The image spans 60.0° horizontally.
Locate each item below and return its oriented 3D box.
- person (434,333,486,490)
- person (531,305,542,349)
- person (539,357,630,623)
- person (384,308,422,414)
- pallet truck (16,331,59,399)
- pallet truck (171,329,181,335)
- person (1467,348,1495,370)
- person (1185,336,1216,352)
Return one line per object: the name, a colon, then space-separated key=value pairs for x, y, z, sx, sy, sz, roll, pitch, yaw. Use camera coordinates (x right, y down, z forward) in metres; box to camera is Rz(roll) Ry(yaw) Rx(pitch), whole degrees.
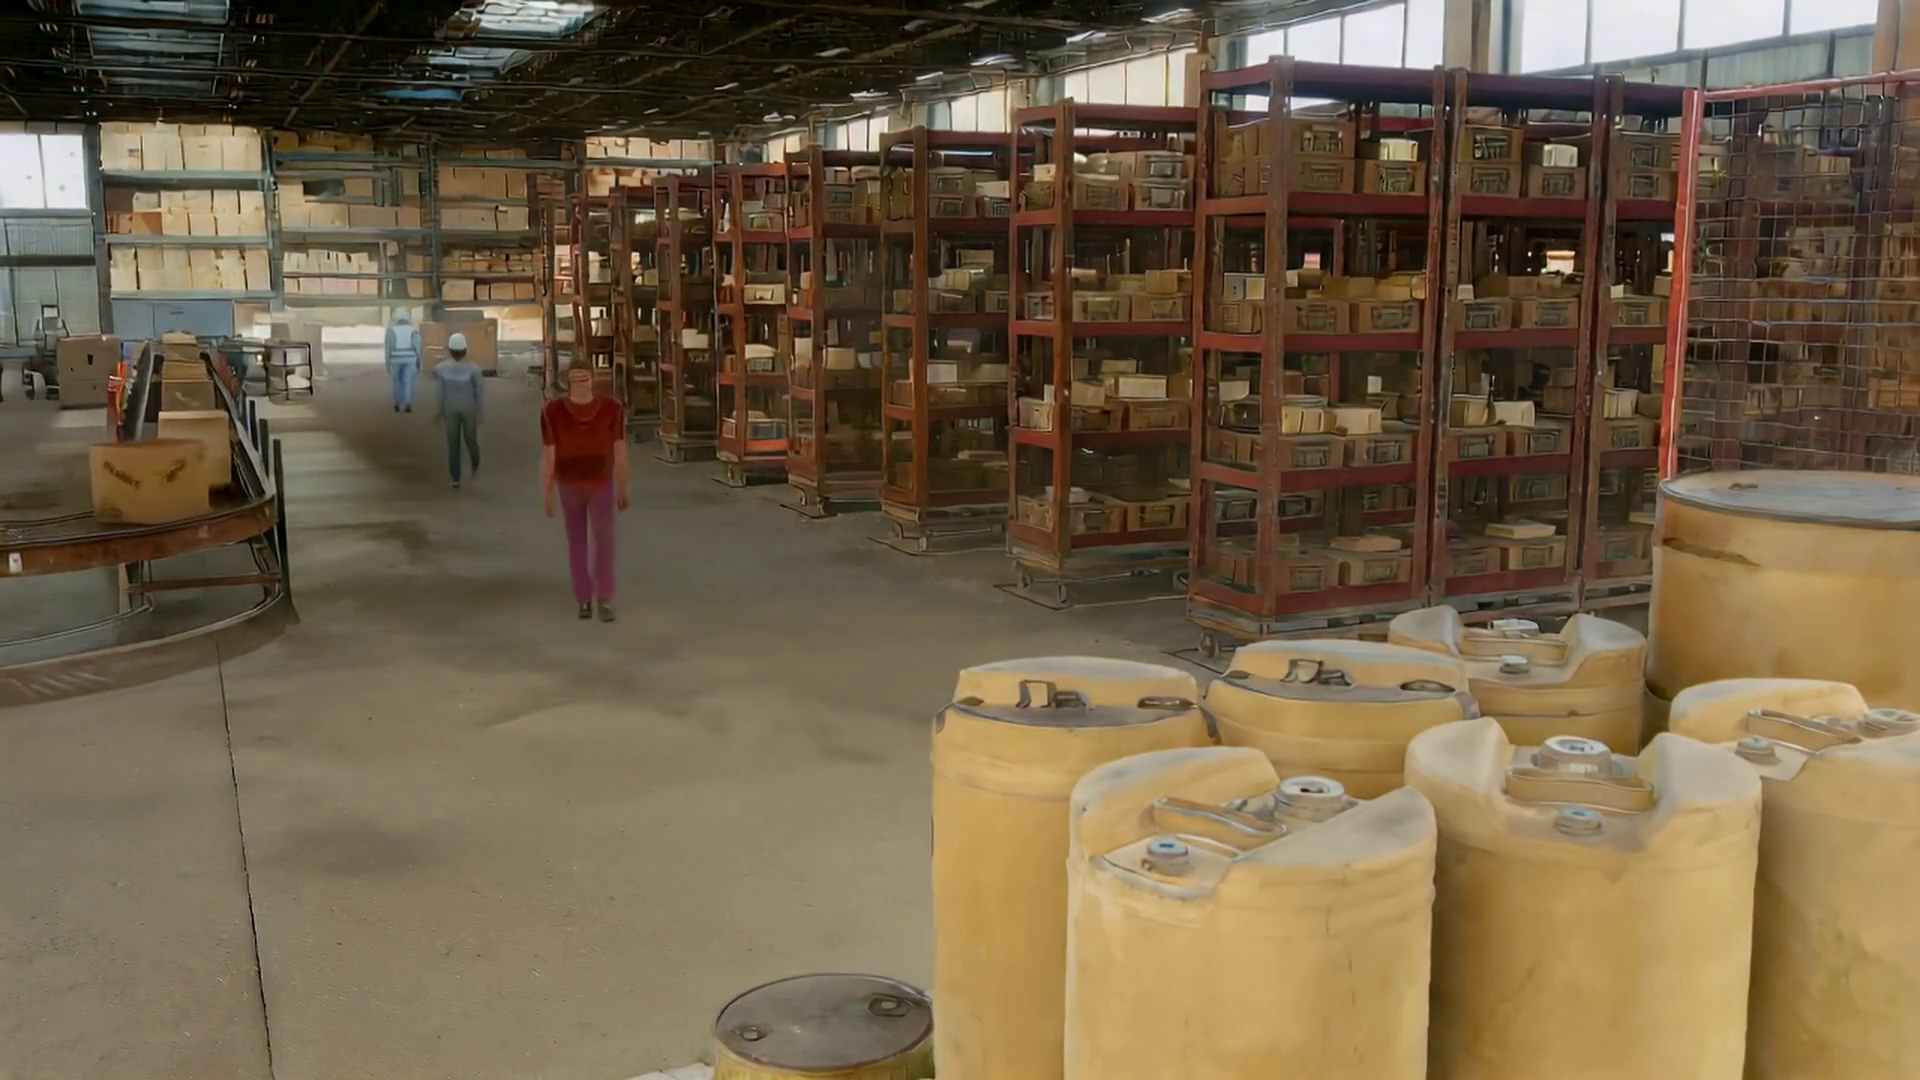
person: x=-5.581 y=-1.450 z=18.594 sx=0.550 sy=1.746 sz=0.558 roll=-2 pitch=9 yaw=-14
person: x=-12.641 y=-6.483 z=49.541 sx=0.403 sy=1.837 sz=0.590 roll=0 pitch=9 yaw=2
person: x=-2.570 y=-0.335 z=11.412 sx=0.607 sy=1.820 sz=0.690 roll=-2 pitch=9 yaw=-15
person: x=-9.522 y=-3.062 z=28.429 sx=0.623 sy=1.791 sz=0.907 roll=-4 pitch=10 yaw=-23
pallet truck: x=-17.082 y=-3.353 z=31.781 sx=1.630 sy=1.274 sz=0.653 roll=-4 pitch=10 yaw=-25
pallet truck: x=-17.275 y=-3.851 z=35.096 sx=1.601 sy=1.201 sz=0.680 roll=0 pitch=9 yaw=1
person: x=5.669 y=-1.518 z=18.266 sx=0.392 sy=1.988 sz=0.609 roll=8 pitch=12 yaw=40
person: x=3.357 y=-2.406 z=23.604 sx=0.605 sy=2.045 sz=0.377 roll=-5 pitch=10 yaw=-28
